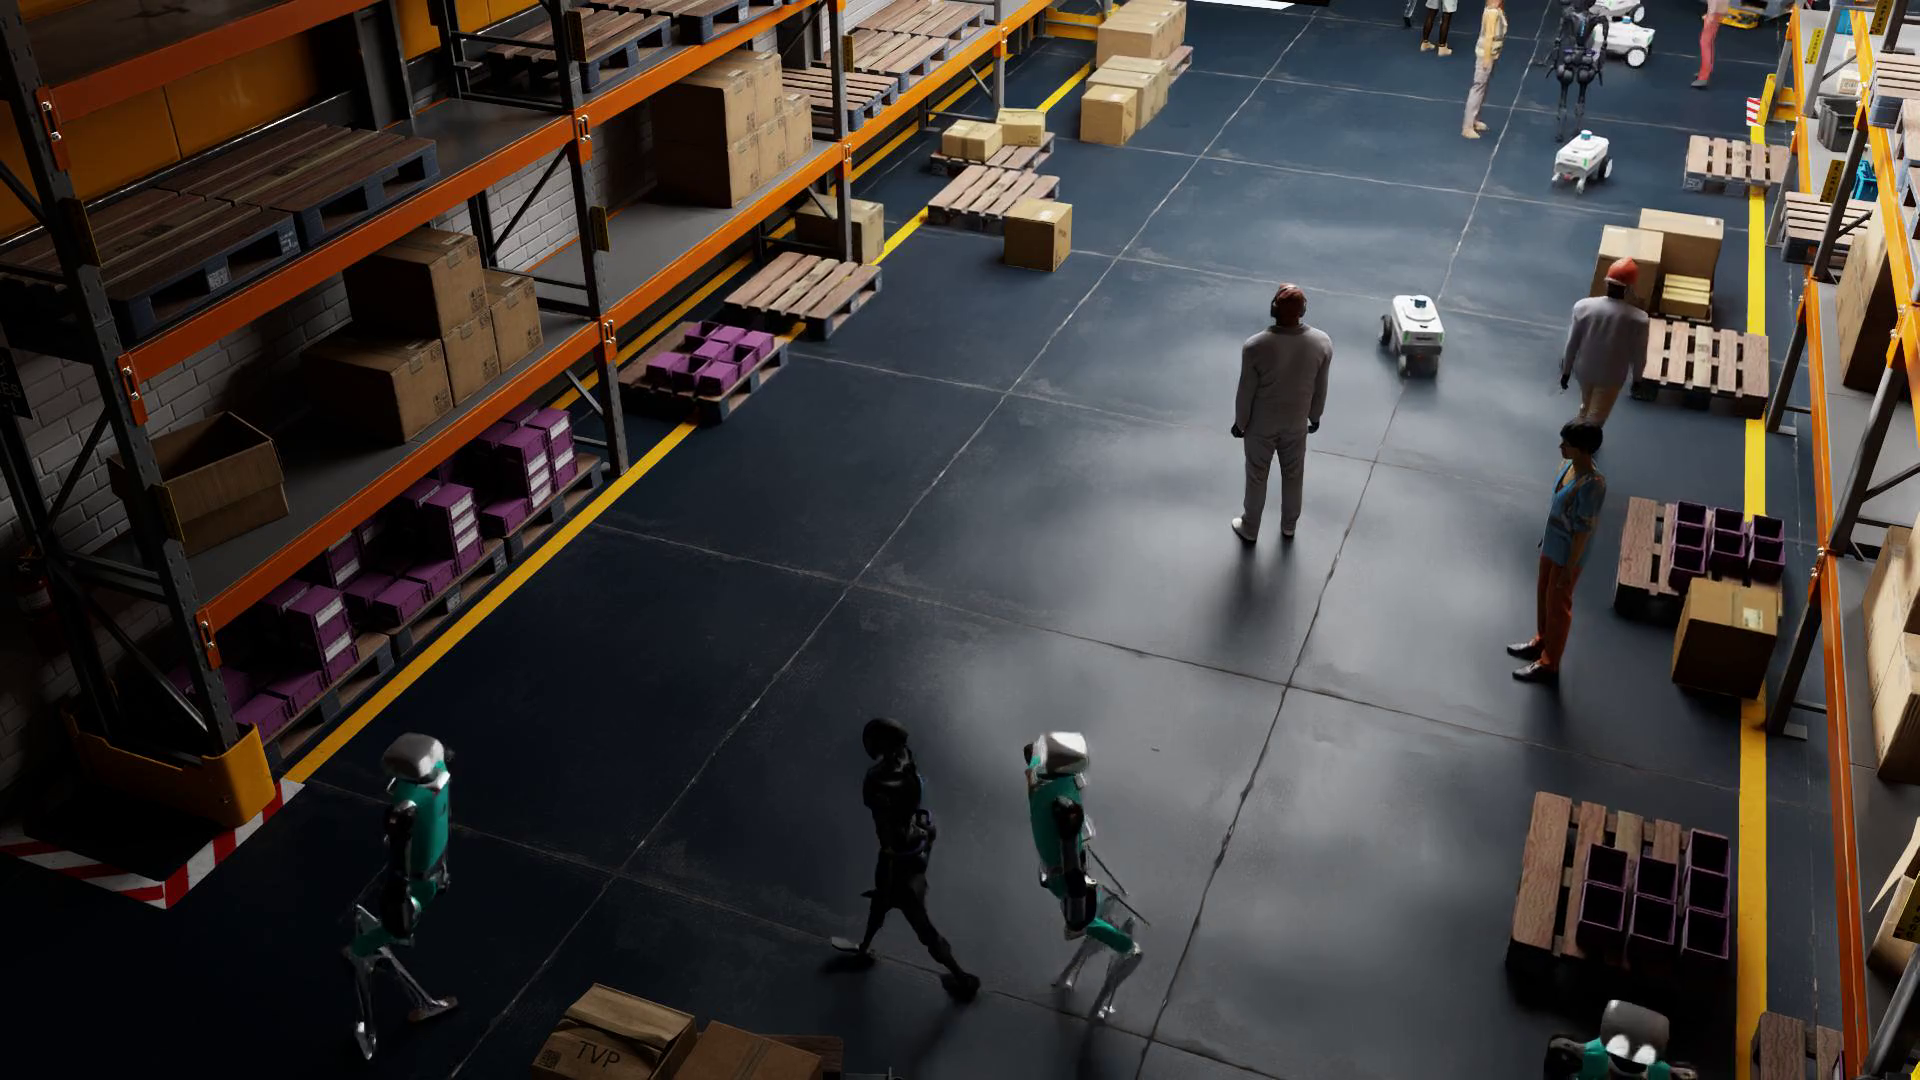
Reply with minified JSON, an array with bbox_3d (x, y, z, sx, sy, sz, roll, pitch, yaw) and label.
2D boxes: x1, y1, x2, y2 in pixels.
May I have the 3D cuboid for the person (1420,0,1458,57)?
[{"bbox_3d":[6.180,-7.034,21.168,0.320,1.690,0.533,-22,39,-30],"label":"person"}]

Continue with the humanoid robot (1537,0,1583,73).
[{"bbox_3d":[7.600,-6.634,20.597,0.590,1.643,0.602,10,34,16],"label":"humanoid robot"}]

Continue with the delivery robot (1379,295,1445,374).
[{"bbox_3d":[3.861,-1.782,14.076,0.499,0.583,0.767,2,33,3],"label":"delivery robot"}]

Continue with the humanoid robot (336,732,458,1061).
[{"bbox_3d":[-2.698,1.635,7.713,0.863,1.771,0.598,5,33,7],"label":"humanoid robot"}]

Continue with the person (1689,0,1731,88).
[{"bbox_3d":[9.122,-6.387,20.147,0.369,1.725,0.741,21,38,29],"label":"person"}]

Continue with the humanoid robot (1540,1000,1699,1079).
[{"bbox_3d":[2.479,2.338,6.651,0.560,1.793,0.785,9,34,13],"label":"humanoid robot"}]

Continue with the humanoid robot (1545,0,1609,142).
[{"bbox_3d":[6.843,-5.262,18.452,0.616,1.644,0.409,10,34,15],"label":"humanoid robot"}]

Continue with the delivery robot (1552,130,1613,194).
[{"bbox_3d":[6.562,-4.023,17.555,0.499,0.595,0.783,22,39,30],"label":"delivery robot"}]

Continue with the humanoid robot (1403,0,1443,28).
[{"bbox_3d":[6.292,-7.658,22.134,1.008,1.775,0.530,-24,40,-32],"label":"humanoid robot"}]

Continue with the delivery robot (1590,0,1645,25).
[{"bbox_3d":[8.924,-7.273,22.602,0.803,0.614,0.499,-20,38,-28],"label":"delivery robot"}]

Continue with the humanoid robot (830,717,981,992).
[{"bbox_3d":[-0.272,1.525,7.995,0.781,1.644,0.583,6,33,9],"label":"humanoid robot"}]

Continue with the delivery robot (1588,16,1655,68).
[{"bbox_3d":[8.443,-6.345,21.144,0.768,0.591,0.499,16,36,23],"label":"delivery robot"}]

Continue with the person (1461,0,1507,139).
[{"bbox_3d":[5.898,-5.391,18.568,0.319,1.764,0.599,11,34,16],"label":"person"}]

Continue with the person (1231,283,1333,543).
[{"bbox_3d":[2.173,-0.862,11.420,0.651,1.904,0.406,-6,33,-9],"label":"person"}]

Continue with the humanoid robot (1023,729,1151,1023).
[{"bbox_3d":[0.635,1.585,7.775,0.691,1.782,0.536,-9,34,-13],"label":"humanoid robot"}]

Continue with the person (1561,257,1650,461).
[{"bbox_3d":[4.686,-1.238,12.182,0.896,1.712,0.556,-28,42,-36],"label":"person"}]

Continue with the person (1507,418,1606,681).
[{"bbox_3d":[3.658,0.055,10.135,0.341,1.758,0.507,1,33,2],"label":"person"}]

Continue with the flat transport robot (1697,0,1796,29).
[{"bbox_3d":[10.902,-7.306,22.898,1.431,0.231,0.659,-25,40,-33],"label":"flat transport robot"}]
